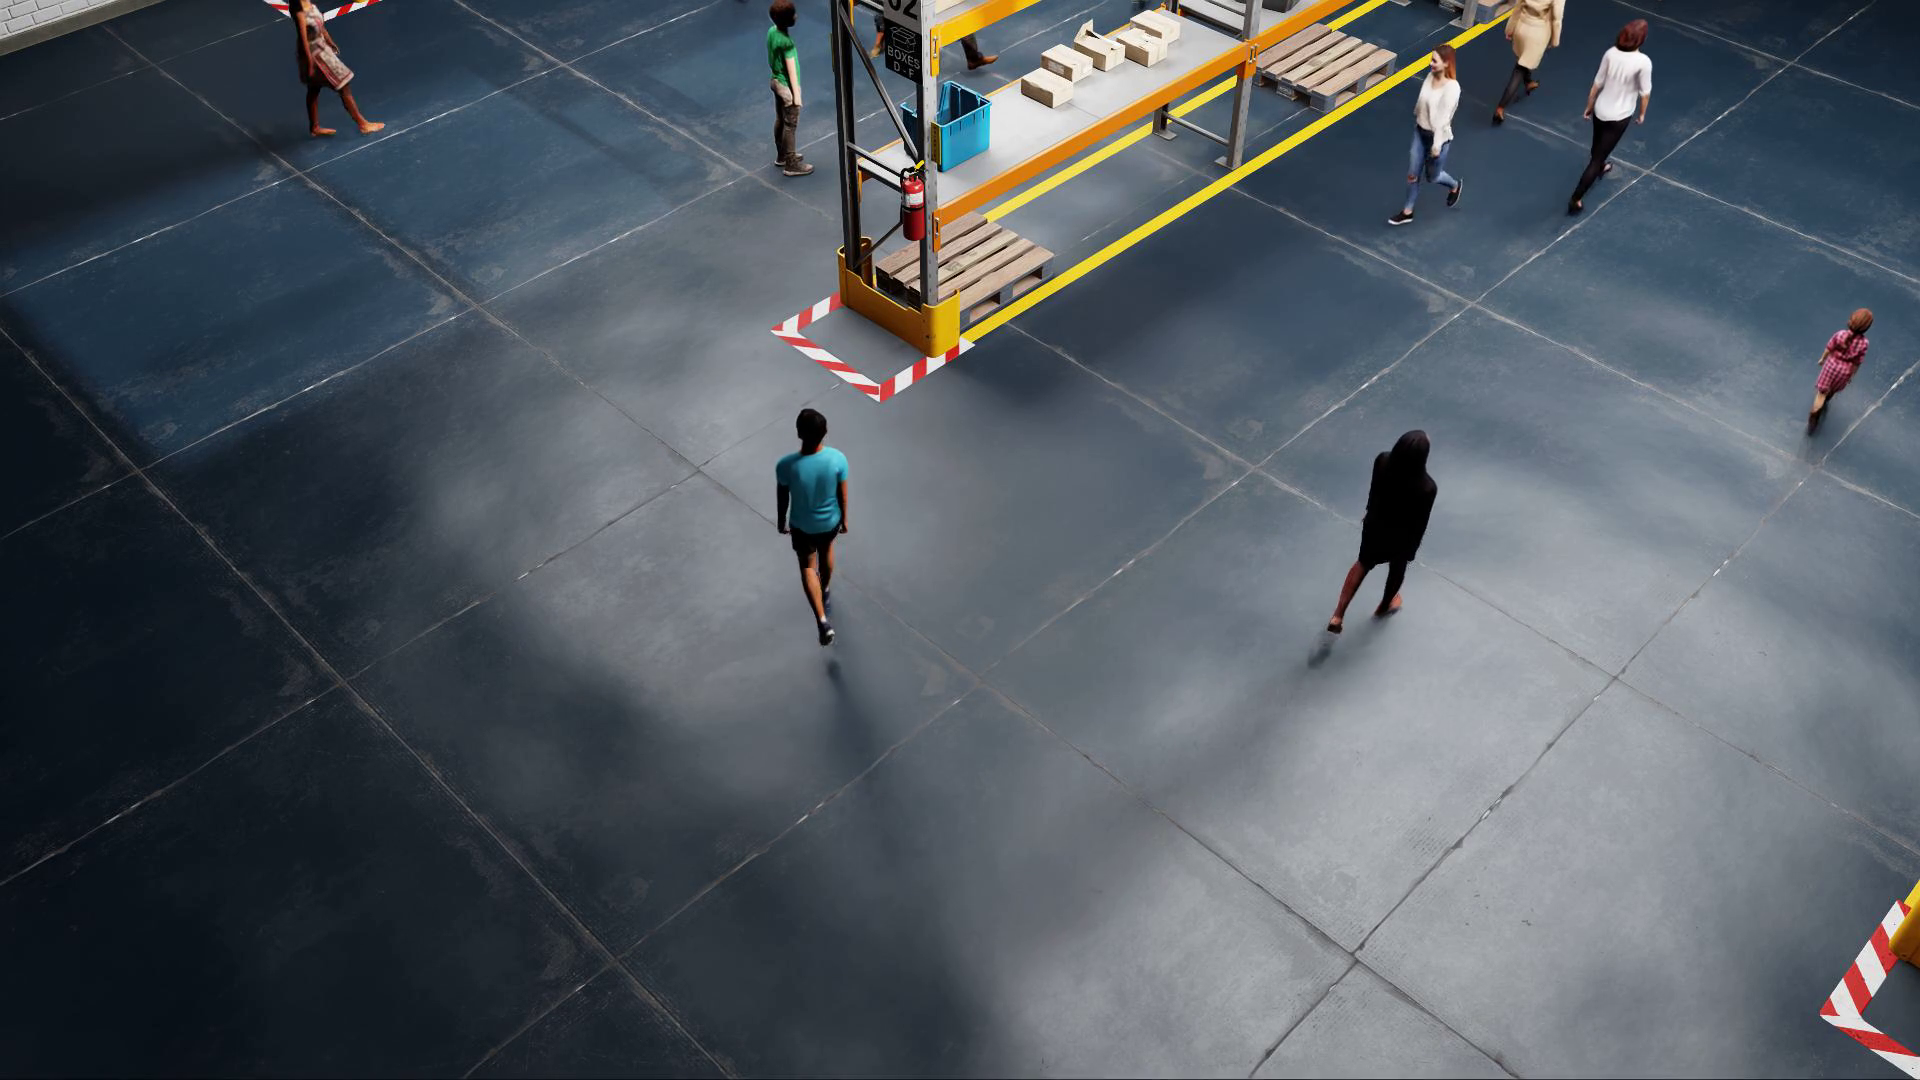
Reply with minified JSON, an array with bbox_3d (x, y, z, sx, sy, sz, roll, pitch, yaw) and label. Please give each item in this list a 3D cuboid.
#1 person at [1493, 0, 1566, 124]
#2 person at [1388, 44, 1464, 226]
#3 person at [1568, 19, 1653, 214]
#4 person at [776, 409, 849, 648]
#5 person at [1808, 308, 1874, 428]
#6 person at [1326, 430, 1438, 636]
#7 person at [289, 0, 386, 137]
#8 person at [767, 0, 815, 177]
[{"bbox_3d":[5.369,-4.717,15.781,1.081,1.638,0.683,-33,52,-29],"label":"person"},{"bbox_3d":[4.176,-3.515,14.494,1.037,1.675,0.846,-17,46,-17],"label":"person"},{"bbox_3d":[5.653,-3.651,14.581,0.639,1.750,1.083,34,53,30],"label":"person"},{"bbox_3d":[-0.922,-0.062,10.814,1.092,1.750,1.032,-10,44,-10],"label":"person"},{"bbox_3d":[6.674,-1.306,12.656,0.540,1.010,0.787,22,48,22],"label":"person"},{"bbox_3d":[2.745,-0.020,10.804,0.641,1.703,1.006,33,53,30],"label":"person"},{"bbox_3d":[-6.121,-4.507,15.577,1.047,1.617,0.890,-13,45,-13],"label":"person"},{"bbox_3d":[-1.596,-4.136,15.162,0.638,1.651,0.662,-18,46,-18],"label":"person"}]
